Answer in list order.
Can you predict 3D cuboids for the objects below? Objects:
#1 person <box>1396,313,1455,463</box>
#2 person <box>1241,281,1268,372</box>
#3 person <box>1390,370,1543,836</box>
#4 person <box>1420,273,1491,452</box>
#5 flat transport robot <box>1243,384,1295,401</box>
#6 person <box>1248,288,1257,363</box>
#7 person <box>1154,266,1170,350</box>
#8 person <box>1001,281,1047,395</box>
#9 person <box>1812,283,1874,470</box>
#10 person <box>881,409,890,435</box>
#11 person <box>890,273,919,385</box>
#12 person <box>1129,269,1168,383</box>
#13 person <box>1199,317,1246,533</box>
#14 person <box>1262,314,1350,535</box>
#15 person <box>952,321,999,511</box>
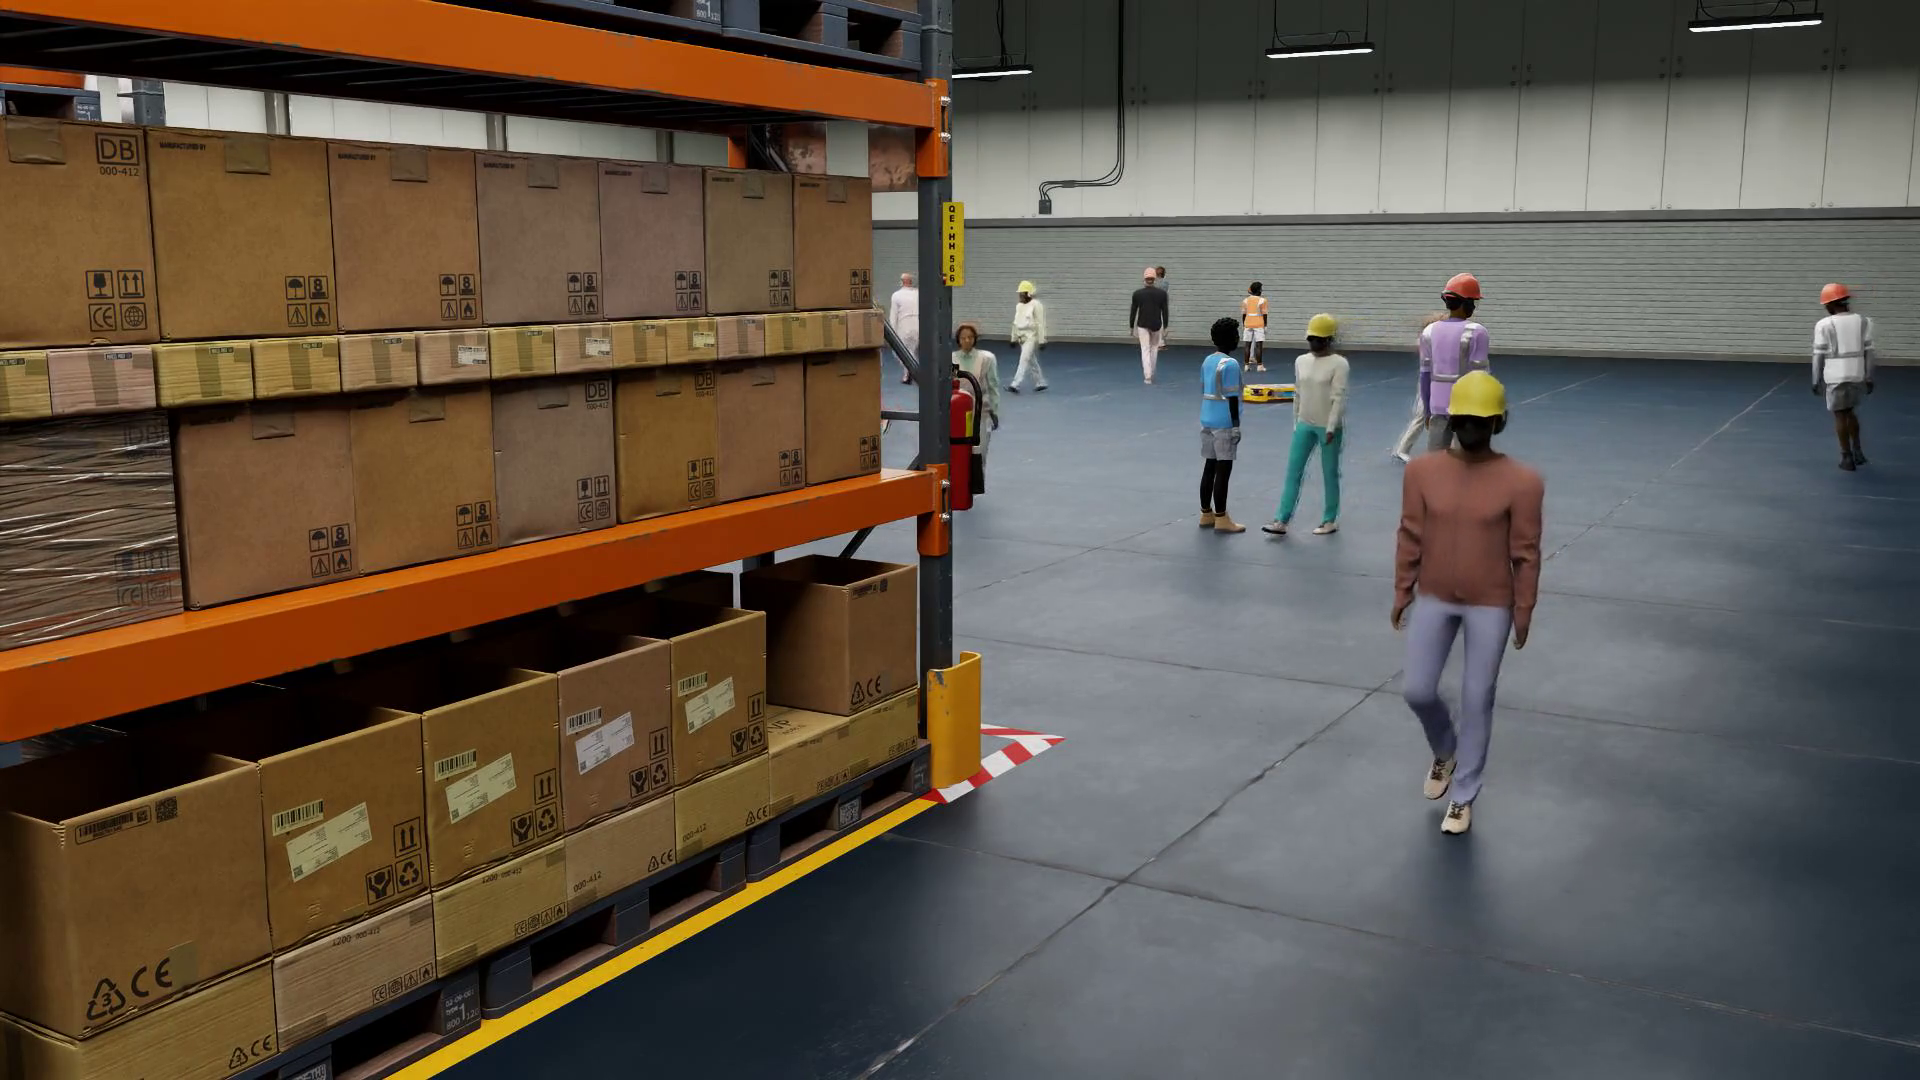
[{"bbox_3d":[4.933,-1.559,17.270,0.534,1.597,0.863,-8,12,-38],"label":"person"},{"bbox_3d":[5.558,-4.018,31.360,0.535,1.699,0.322,7,12,37],"label":"person"},{"bbox_3d":[1.911,0.231,6.303,0.548,1.752,0.404,6,11,29],"label":"person"},{"bbox_3d":[3.777,-0.996,12.664,0.371,2.044,0.608,-7,12,-37],"label":"person"},{"bbox_3d":[4.921,-2.233,25.085,1.431,0.197,0.652,-3,10,-19],"label":"flat transport robot"},{"bbox_3d":[5.998,-4.422,33.919,0.275,1.632,0.507,-1,10,-4],"label":"person"},{"bbox_3d":[4.641,-5.393,38.711,0.372,1.940,0.627,-6,12,-33],"label":"person"},{"bbox_3d":[1.048,-3.181,26.227,0.949,1.780,0.618,-6,11,-30],"label":"person"},{"bbox_3d":[8.991,-1.661,16.981,0.589,1.902,0.491,0,10,1],"label":"person"},{"bbox_3d":[-1.180,-2.077,19.856,0.659,1.743,0.528,1,10,6],"label":"person"},{"bbox_3d":[-0.883,-3.549,28.061,0.666,1.890,0.533,-6,12,-34],"label":"person"},{"bbox_3d":[3.249,-3.695,28.748,0.646,1.936,1.009,0,10,-1],"label":"person"},{"bbox_3d":[2.079,-0.909,13.169,0.315,1.696,0.540,-3,10,-17],"label":"person"},{"bbox_3d":[2.699,-0.865,12.806,0.826,1.725,0.535,-9,13,-44],"label":"person"},{"bbox_3d":[0.077,-1.092,14.441,0.523,1.621,0.629,0,10,2],"label":"person"}]
